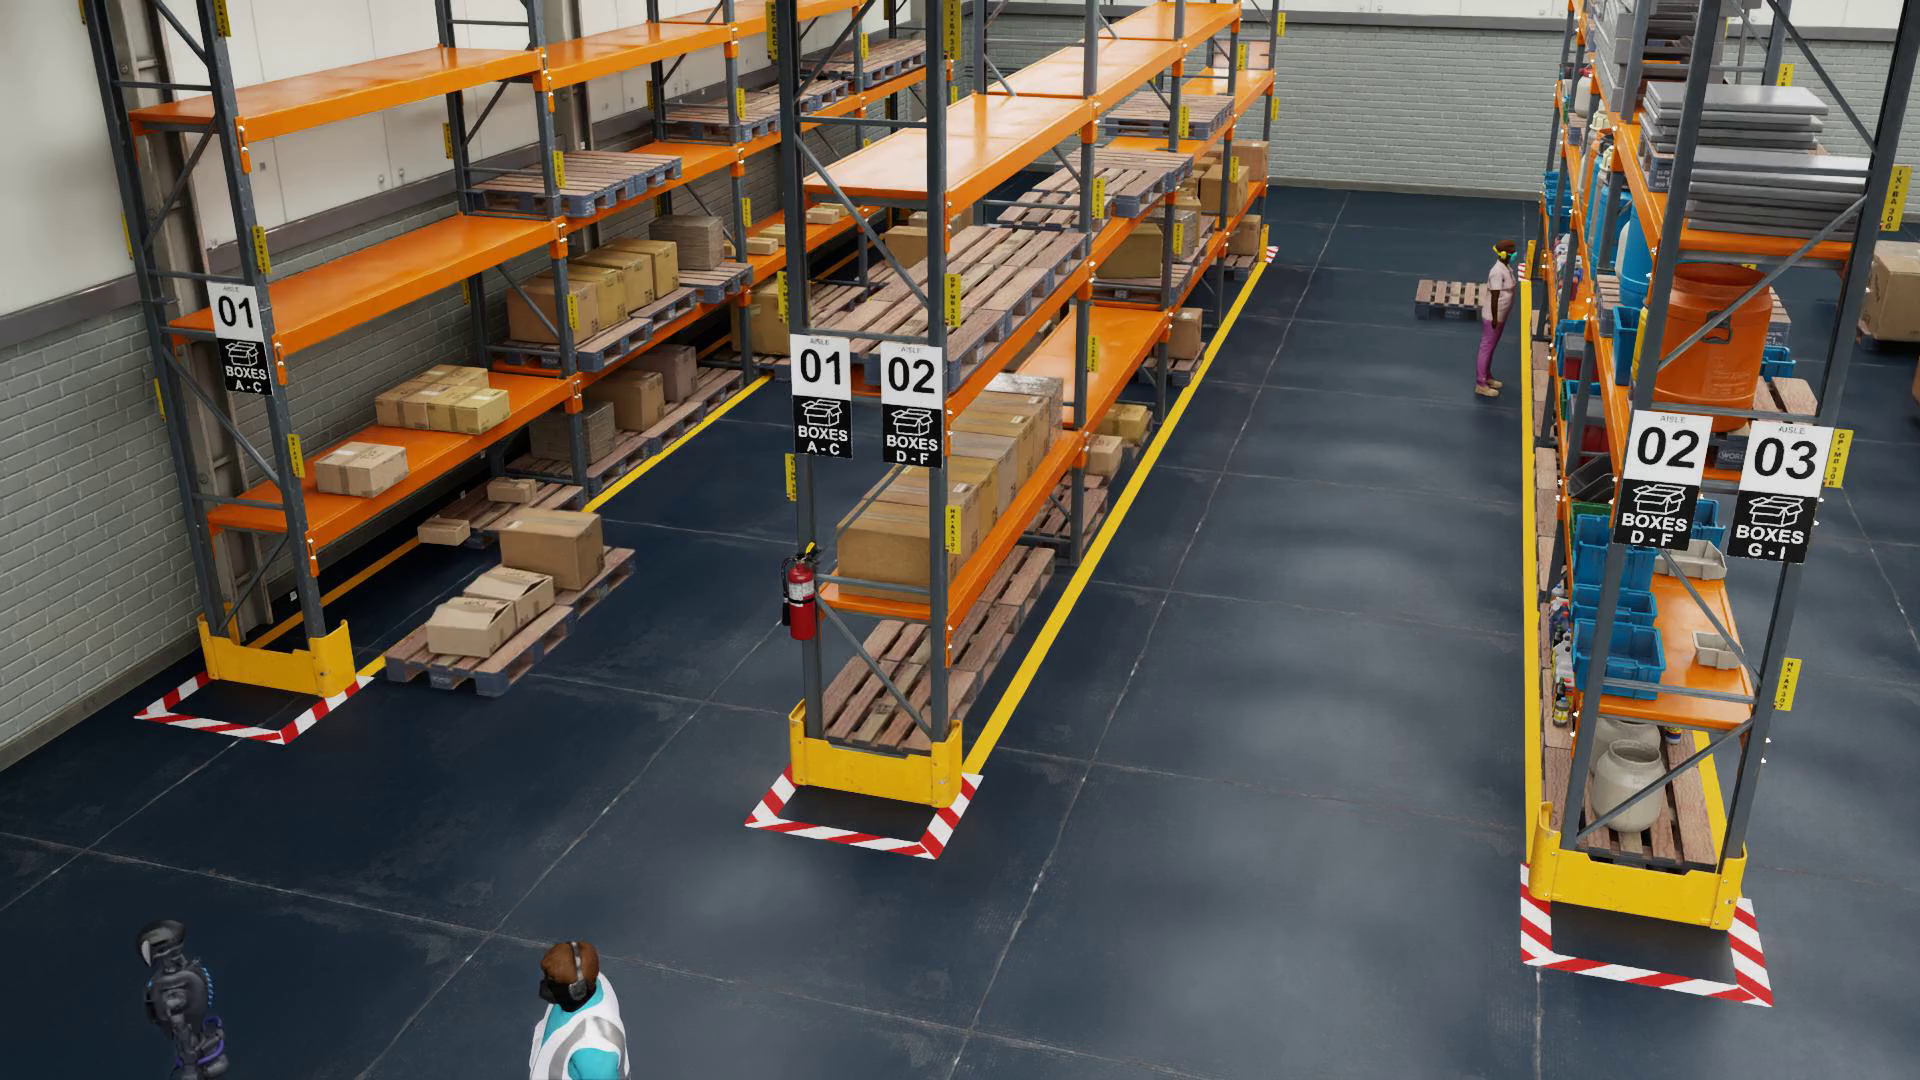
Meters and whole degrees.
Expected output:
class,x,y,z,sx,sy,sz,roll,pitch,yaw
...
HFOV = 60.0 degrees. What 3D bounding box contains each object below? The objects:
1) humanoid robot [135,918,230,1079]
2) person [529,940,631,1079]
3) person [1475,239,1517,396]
class,x,y,z,sx,sy,sz,roll,pitch,yaw
humanoid robot,-3.543,2.473,7.742,0.790,1.636,0.601,-11,26,-24
person,-1.653,2.533,7.310,0.429,1.846,0.625,-9,25,-19
person,6.209,-2.584,19.232,0.332,1.801,0.520,11,26,24
